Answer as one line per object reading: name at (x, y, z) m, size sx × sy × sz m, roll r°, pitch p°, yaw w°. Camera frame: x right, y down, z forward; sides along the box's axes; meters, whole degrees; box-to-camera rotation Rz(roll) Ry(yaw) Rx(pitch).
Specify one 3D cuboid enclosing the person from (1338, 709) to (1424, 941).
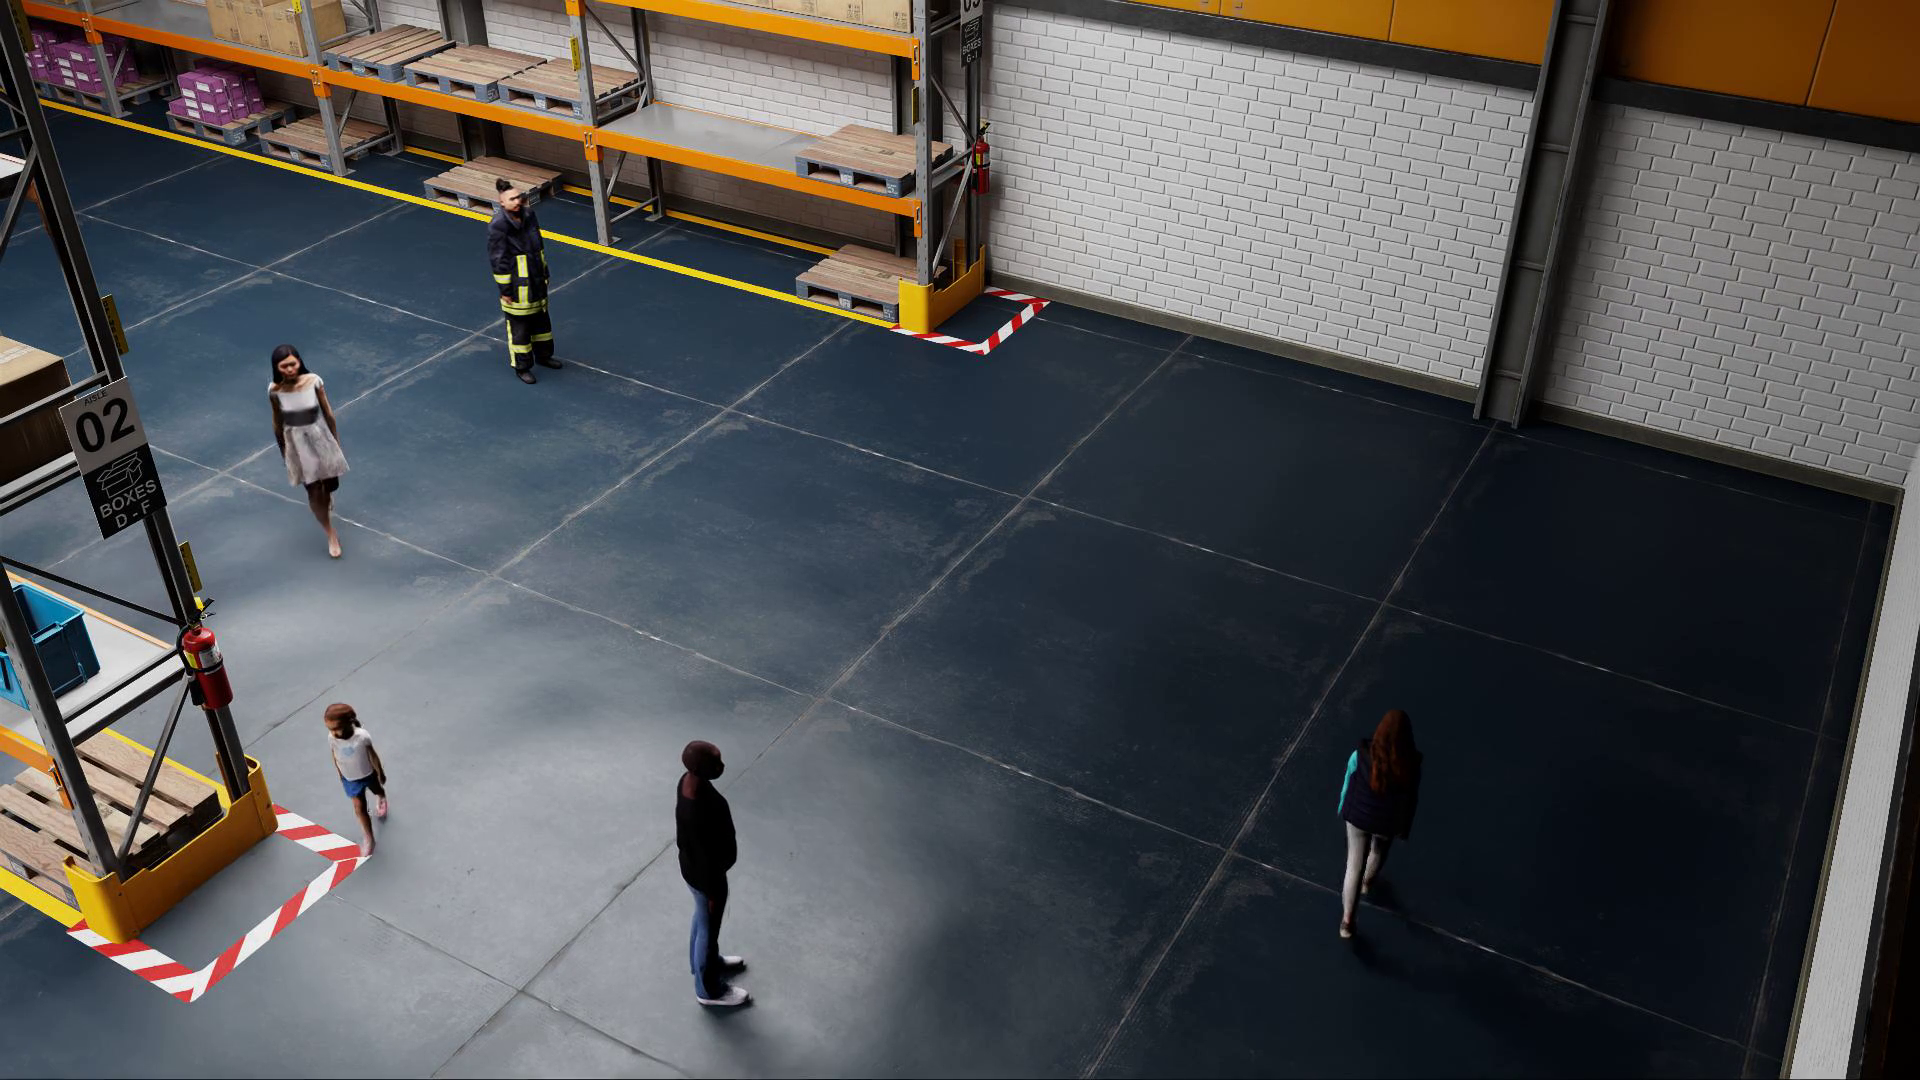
person at (2.309, 1.598, 9.325) m, size 0.935 × 1.470 × 0.736 m, roll 11°, pitch 35°, yaw 16°

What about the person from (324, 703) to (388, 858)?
person at (-3.628, 1.368, 10.099) m, size 0.744 × 0.995 × 0.756 m, roll -4°, pitch 34°, yaw -6°

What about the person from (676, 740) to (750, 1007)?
person at (-1.357, 1.753, 8.842) m, size 0.738 × 1.747 × 0.686 m, roll -7°, pitch 34°, yaw -10°

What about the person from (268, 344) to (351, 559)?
person at (-4.911, -0.710, 12.541) m, size 0.898 × 1.754 × 1.008 m, roll -14°, pitch 36°, yaw -20°

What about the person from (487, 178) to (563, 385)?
person at (-3.929, -2.353, 14.917) m, size 0.680 × 1.860 × 0.747 m, roll 20°, pitch 38°, yaw 27°
